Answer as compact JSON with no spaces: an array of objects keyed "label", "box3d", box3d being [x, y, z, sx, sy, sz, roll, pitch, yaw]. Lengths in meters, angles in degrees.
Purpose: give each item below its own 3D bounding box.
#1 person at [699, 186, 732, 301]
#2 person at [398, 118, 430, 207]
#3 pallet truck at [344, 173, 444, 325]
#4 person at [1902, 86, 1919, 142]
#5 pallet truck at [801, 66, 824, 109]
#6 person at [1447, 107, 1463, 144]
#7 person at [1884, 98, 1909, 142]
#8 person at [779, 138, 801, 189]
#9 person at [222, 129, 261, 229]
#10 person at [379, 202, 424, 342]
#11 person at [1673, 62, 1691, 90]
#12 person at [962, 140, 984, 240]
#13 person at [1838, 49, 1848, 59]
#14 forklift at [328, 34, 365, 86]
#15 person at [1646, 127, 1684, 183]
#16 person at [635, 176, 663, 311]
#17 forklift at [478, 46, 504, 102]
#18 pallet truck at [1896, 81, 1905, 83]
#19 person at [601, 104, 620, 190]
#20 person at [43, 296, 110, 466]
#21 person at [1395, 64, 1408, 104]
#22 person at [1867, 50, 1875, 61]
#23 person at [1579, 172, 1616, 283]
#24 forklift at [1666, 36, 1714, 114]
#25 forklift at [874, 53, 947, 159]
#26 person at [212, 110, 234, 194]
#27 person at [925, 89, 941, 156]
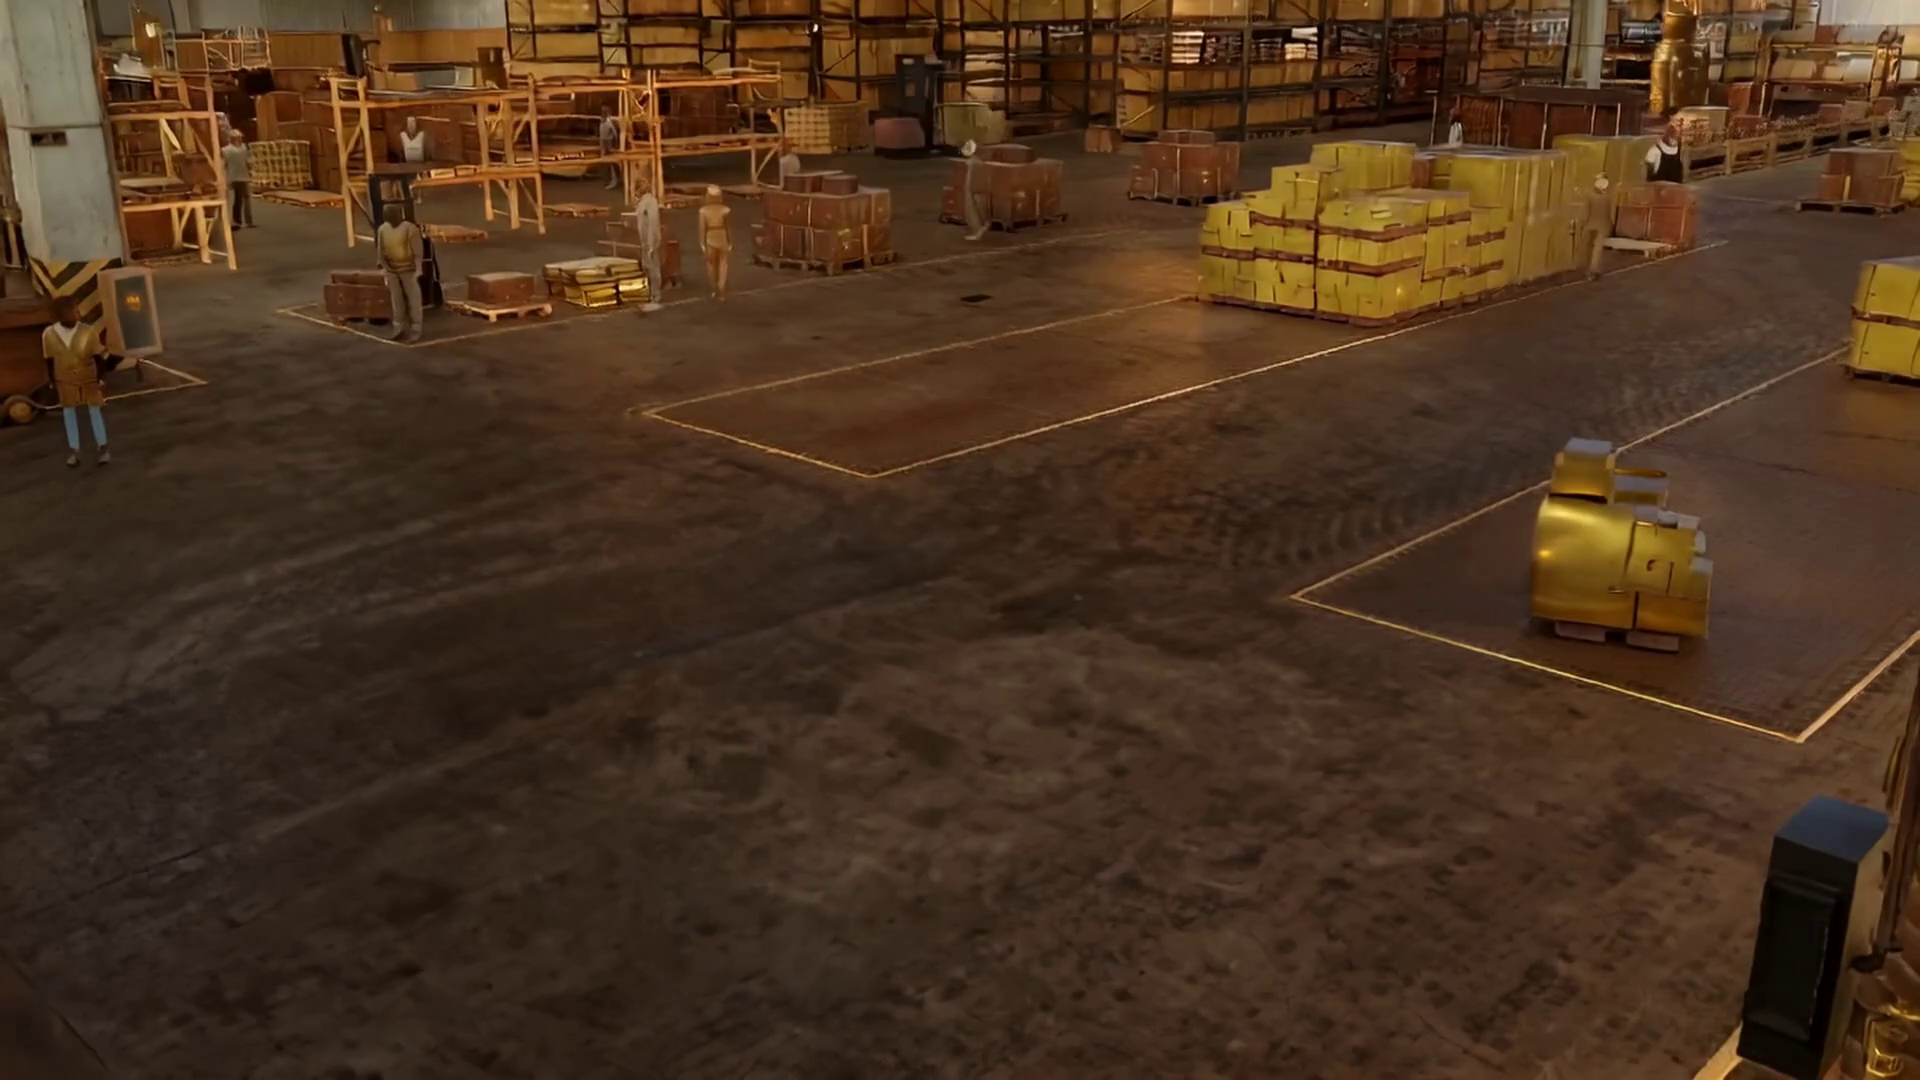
[{"label":"person","box3d":[-3.685,-4.499,25.183,0.489,1.693,0.913,-3,19,-10]},{"label":"person","box3d":[-11.817,-8.191,36.046,0.598,1.872,0.991,0,18,-1]},{"label":"pallet truck","box3d":[-8.209,-4.181,23.757,0.823,1.965,1.885,3,19,9]},{"label":"person","box3d":[27.747,-12.358,48.702,0.617,1.796,0.839,17,25,42]},{"label":"pallet truck","box3d":[-4.812,-15.182,56.903,0.823,1.965,1.885,-9,21,-26]},{"label":"person","box3d":[11.326,-8.951,38.221,0.358,1.936,0.552,6,19,17]},{"label":"person","box3d":[25.770,-11.312,45.765,0.850,1.663,0.525,-16,24,-39]},{"label":"person","box3d":[-3.110,-6.368,30.446,0.379,1.937,0.629,7,20,20]},{"label":"person","box3d":[-14.094,-7.055,32.546,0.588,1.916,0.394,8,20,23]},{"label":"person","box3d":[-7.437,-3.561,22.134,0.621,1.845,0.429,4,19,13]},{"label":"person","box3d":[27.742,-17.407,63.740,0.755,1.916,0.636,-11,21,-29]},{"label":"person","box3d":[0.213,-6.519,31.040,0.418,1.855,0.527,4,19,11]},{"label":"person","box3d":[44.119,-23.849,83.291,0.600,1.823,0.633,7,19,19]},{"label":"forklift","box3d":[-23.590,-18.256,64.784,1.129,2.768,1.873,17,25,41]},{"label":"person","box3d":[13.668,-6.973,32.101,0.686,2.000,0.990,-4,19,-12]},{"label":"person","box3d":[-4.559,-4.339,24.327,0.372,1.940,0.632,-6,19,-18]},{"label":"forklift","box3d":[-14.397,-13.832,51.456,1.129,2.768,1.873,17,25,41]},{"label":"pallet truck","box3d":[34.802,-16.331,61.455,0.653,1.274,1.630,17,25,41]},{"label":"person","box3d":[-8.184,-9.174,38.850,0.361,1.964,0.614,2,18,6]},{"label":"person","box3d":[-8.686,-1.569,16.364,0.530,1.692,0.322,-5,19,-14]},{"label":"person","box3d":[17.848,-18.383,67.152,0.524,1.615,0.511,-8,20,-23]},{"label":"person","box3d":[39.947,-20.589,73.234,0.617,1.972,0.710,5,19,14]},{"label":"person","box3d":[10.192,-4.989,26.578,0.559,1.742,0.446,15,23,38]},{"label":"forklift","box3d":[27.341,-17.291,61.877,1.129,2.768,1.873,17,25,41]},{"label":"forklift","box3d":[-1.401,-12.084,46.190,1.129,2.768,1.873,17,25,41]},{"label":"person","box3d":[-16.755,-8.927,38.268,1.012,1.871,0.563,-12,22,-32]},{"label":"person","box3d":[-0.856,-11.735,46.769,0.889,1.841,0.519,16,24,40]}]
